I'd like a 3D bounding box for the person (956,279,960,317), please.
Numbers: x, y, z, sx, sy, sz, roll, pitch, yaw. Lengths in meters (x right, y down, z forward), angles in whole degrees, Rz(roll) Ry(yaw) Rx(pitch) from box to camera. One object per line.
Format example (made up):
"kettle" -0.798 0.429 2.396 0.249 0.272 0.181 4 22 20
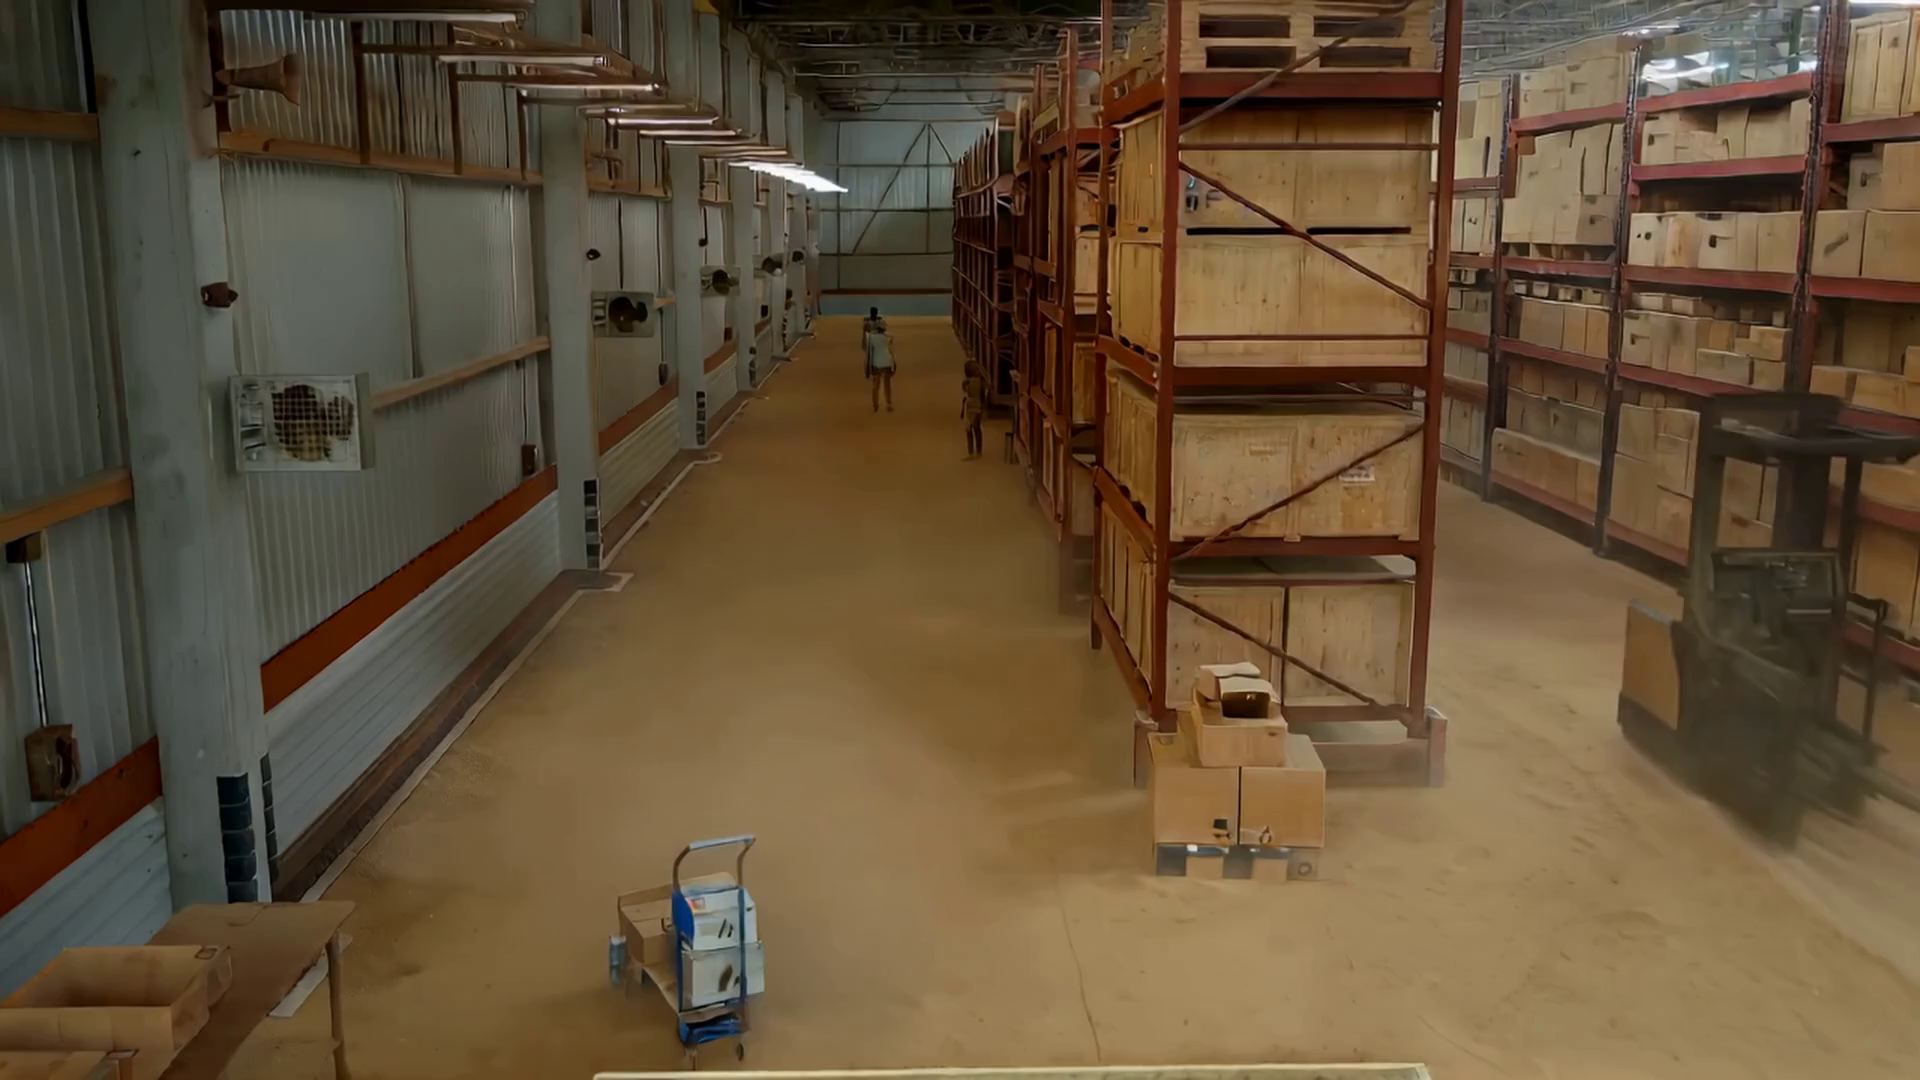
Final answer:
"person" 0.047 -8.938 62.983 0.558 1.877 0.656 -8 13 -35

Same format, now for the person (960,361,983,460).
"person" 0.187 -2.212 28.446 0.317 1.695 0.540 8 14 37

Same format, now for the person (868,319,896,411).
"person" -1.671 -3.755 35.722 0.613 1.988 0.403 -3 11 -15

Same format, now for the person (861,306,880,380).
"person" -2.237 -5.055 42.700 0.597 1.906 0.414 -2 11 -11

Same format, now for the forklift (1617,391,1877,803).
"forklift" 5.821 0.303 12.271 1.129 2.768 1.873 0 11 -2
